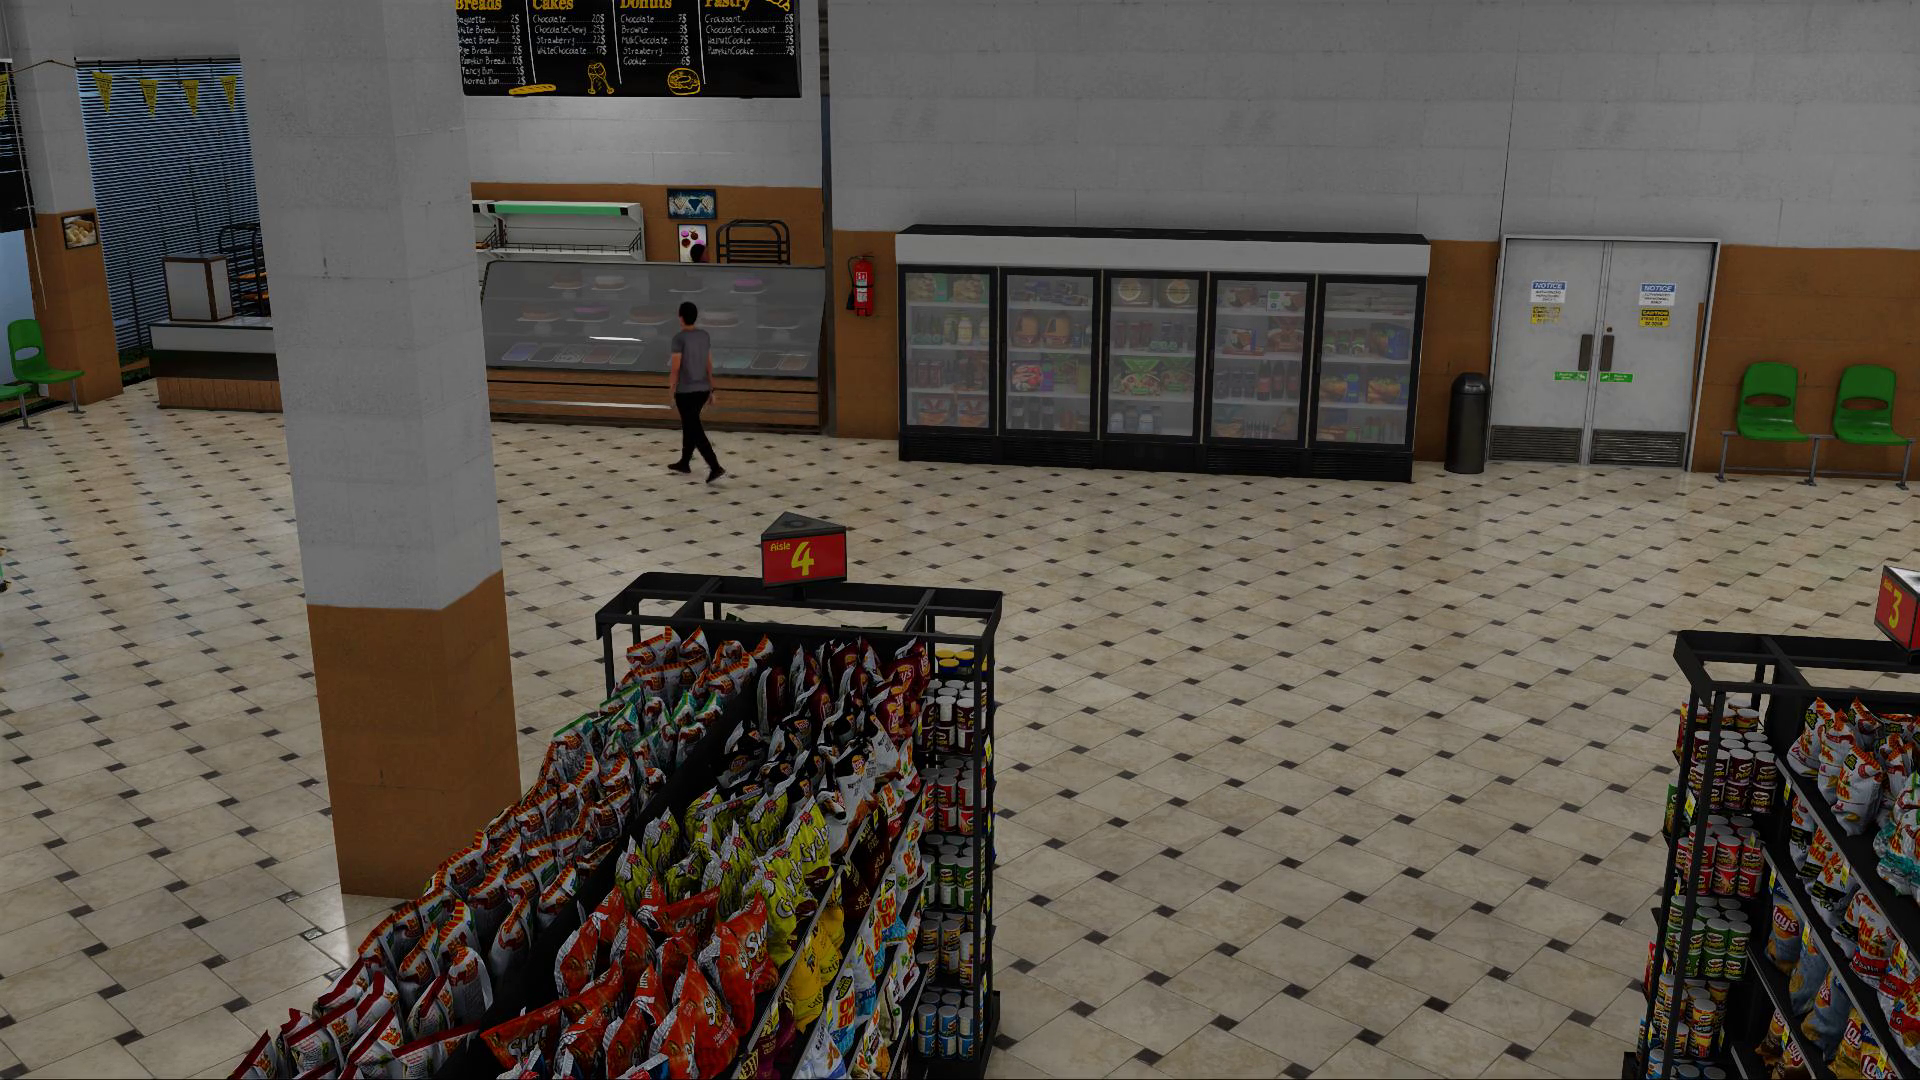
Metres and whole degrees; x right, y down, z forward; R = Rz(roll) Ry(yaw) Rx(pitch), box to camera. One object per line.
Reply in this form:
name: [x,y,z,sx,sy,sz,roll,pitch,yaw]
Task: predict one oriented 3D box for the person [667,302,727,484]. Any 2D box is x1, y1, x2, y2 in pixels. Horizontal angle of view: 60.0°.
person: [-2.525,-1.400,15.990,1.026,1.731,1.155,12,21,34]
